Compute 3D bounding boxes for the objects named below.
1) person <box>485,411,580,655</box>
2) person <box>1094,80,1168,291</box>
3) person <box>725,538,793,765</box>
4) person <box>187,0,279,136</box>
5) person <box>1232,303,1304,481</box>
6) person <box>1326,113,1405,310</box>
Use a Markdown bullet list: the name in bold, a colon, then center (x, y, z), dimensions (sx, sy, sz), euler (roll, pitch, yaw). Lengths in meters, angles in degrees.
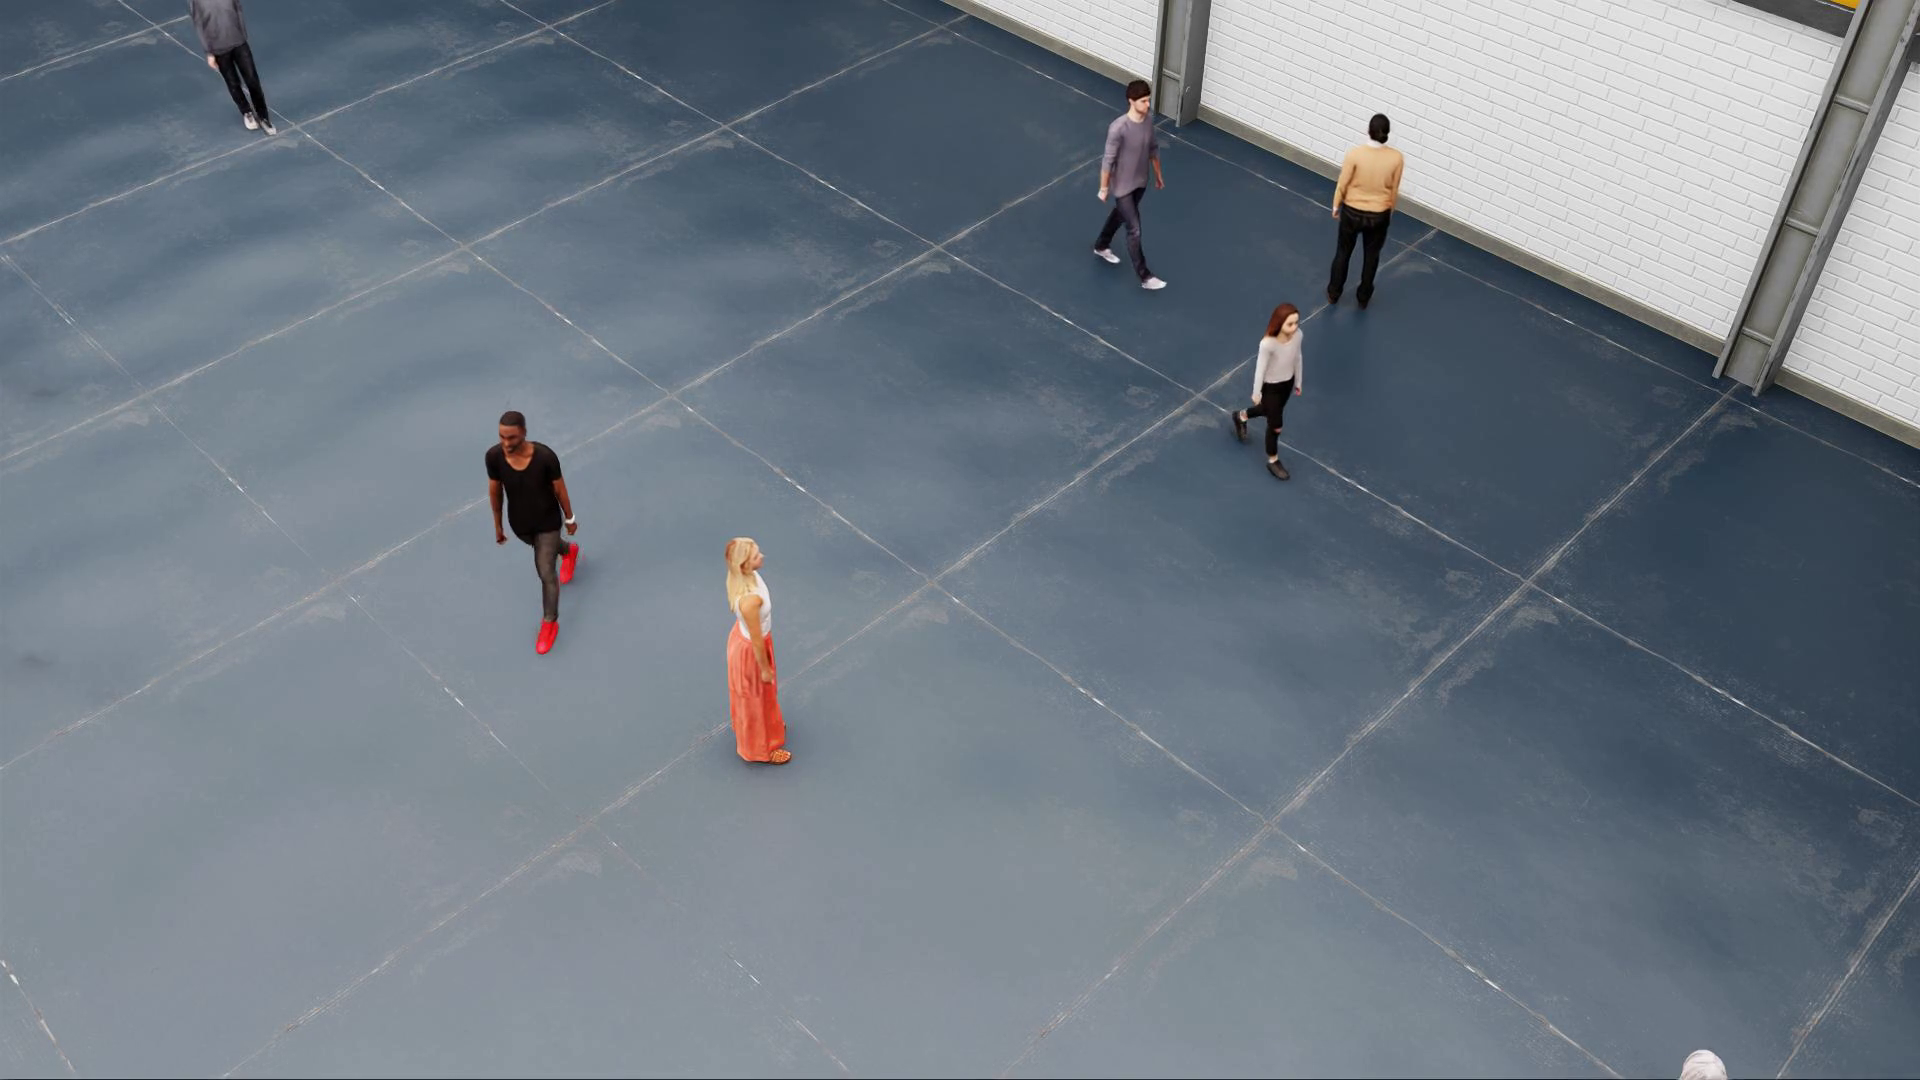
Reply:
- **person**: center (-2.791, -0.201, 11.070), dimensions (1.215, 1.776, 1.193), euler (6, 44, 7)
- **person**: center (1.365, -3.050, 14.038), dimensions (0.687, 1.807, 1.103), euler (-35, 53, -31)
- **person**: center (-1.265, 0.664, 10.142), dimensions (0.789, 1.802, 0.702), euler (-7, 44, -7)
- **person**: center (-7.012, -4.743, 15.860), dimensions (0.729, 1.744, 0.841), euler (-21, 48, -21)
- **person**: center (2.299, -1.182, 12.325), dimensions (0.646, 1.464, 0.967), euler (-26, 49, -25)
- **person**: center (3.349, -2.700, 13.709), dimensions (0.736, 1.754, 0.827), euler (6, 44, 7)
